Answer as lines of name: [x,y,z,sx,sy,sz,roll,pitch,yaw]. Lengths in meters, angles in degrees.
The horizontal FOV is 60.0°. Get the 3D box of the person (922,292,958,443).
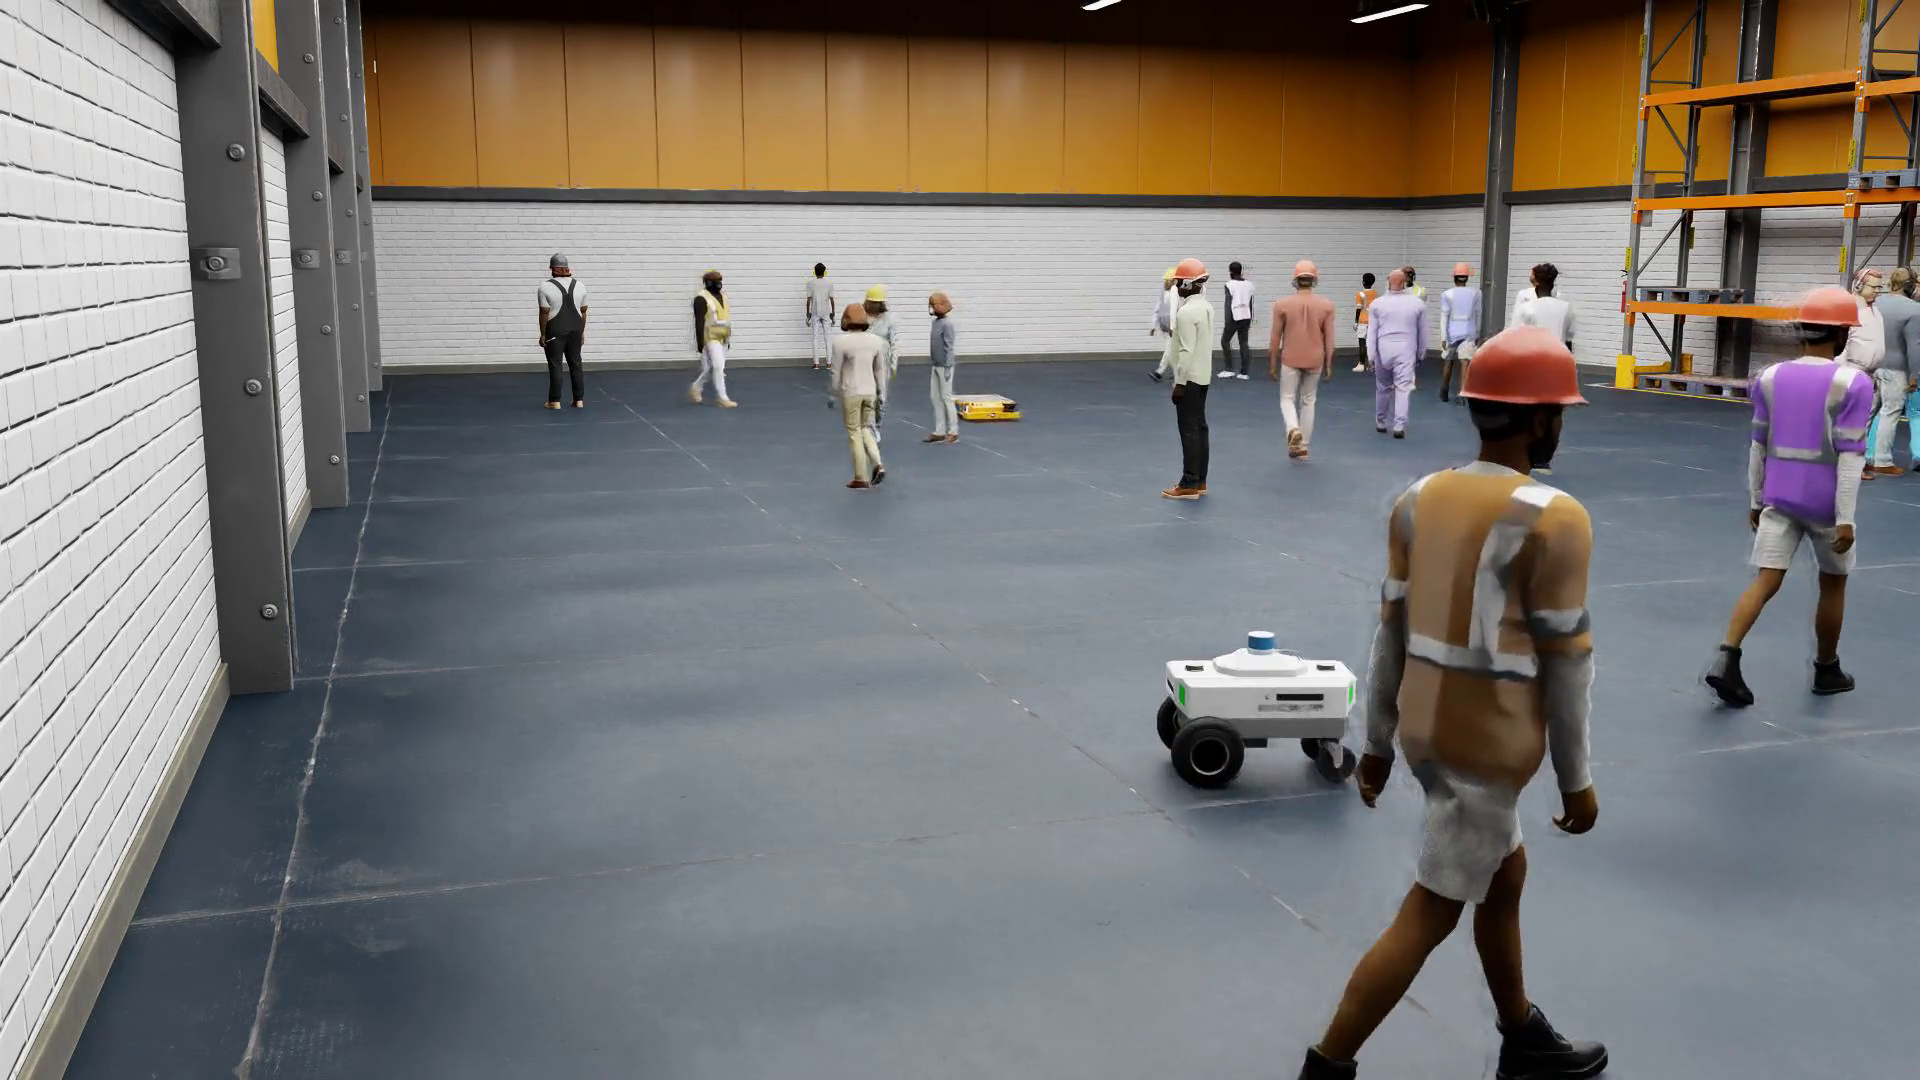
person: [-0.208,-1.847,17.875,0.392,1.618,0.514,-4,11,-22]

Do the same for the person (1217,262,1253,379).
person: [4.478,-3.579,27.137,0.633,1.885,0.744,-6,11,-31]

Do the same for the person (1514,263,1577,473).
person: [5.418,-1.615,15.592,0.627,1.941,0.709,0,10,-2]

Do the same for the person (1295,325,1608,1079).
person: [1.129,0.454,3.824,1.003,1.892,0.535,-4,10,-20]

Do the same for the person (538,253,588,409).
person: [-5.266,-2.749,21.900,0.683,2.000,0.537,-8,13,-40]

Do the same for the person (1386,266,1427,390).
person: [6.631,-3.148,24.780,0.627,1.846,0.429,1,10,6]

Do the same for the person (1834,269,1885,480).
person: [8.010,-1.460,14.847,0.639,1.902,0.407,-7,12,-37]

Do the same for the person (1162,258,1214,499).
person: [1.916,-1.340,13.873,0.381,1.994,0.622,5,11,25]

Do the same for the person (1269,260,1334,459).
person: [3.348,-1.743,16.257,0.625,1.979,0.701,0,10,2]

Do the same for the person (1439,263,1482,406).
person: [6.739,-2.772,22.462,0.555,1.890,0.975,2,10,10]

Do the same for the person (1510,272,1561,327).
person: [7.685,-2.724,22.274,0.611,1.847,0.840,1,10,6]

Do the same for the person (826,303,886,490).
person: [-0.902,-1.234,14.359,0.496,1.615,0.350,-8,13,-39]

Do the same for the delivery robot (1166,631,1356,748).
delivery robot: [1.176,0.602,6.523,0.707,0.478,0.477,0,10,-1]

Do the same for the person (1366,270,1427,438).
person: [4.869,-2.079,18.581,0.652,1.853,1.019,2,10,11]

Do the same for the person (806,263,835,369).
person: [-2.462,-3.946,29.321,0.523,1.870,0.317,-1,10,-8]

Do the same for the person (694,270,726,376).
person: [-4.114,-3.561,27.420,0.524,1.759,0.328,0,10,1]

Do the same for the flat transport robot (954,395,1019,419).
flat transport robot: [0.263,-1.674,20.791,0.652,0.197,1.431,-2,10,-11]

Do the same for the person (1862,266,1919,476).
person: [8.544,-1.545,15.291,0.396,1.926,0.641,-3,10,-18]

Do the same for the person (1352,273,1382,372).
person: [7.007,-3.742,28.641,0.536,1.697,0.318,-5,11,-26]

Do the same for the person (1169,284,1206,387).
person: [3.443,-3.243,25.214,0.576,1.882,0.362,-3,10,-15]

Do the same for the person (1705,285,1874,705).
person: [3.771,-0.190,7.496,0.932,1.907,0.553,-6,12,-32]

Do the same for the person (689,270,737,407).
person: [-3.322,-2.684,22.179,0.804,1.819,0.632,5,11,28]

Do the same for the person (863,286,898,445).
person: [-0.914,-1.860,17.737,0.484,1.698,0.882,-2,10,-12]

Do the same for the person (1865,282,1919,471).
person: [8.914,-1.561,15.758,0.577,1.796,0.990,1,10,3]

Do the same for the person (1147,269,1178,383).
person: [3.240,-3.366,26.191,0.922,1.781,0.607,-7,12,-36]
